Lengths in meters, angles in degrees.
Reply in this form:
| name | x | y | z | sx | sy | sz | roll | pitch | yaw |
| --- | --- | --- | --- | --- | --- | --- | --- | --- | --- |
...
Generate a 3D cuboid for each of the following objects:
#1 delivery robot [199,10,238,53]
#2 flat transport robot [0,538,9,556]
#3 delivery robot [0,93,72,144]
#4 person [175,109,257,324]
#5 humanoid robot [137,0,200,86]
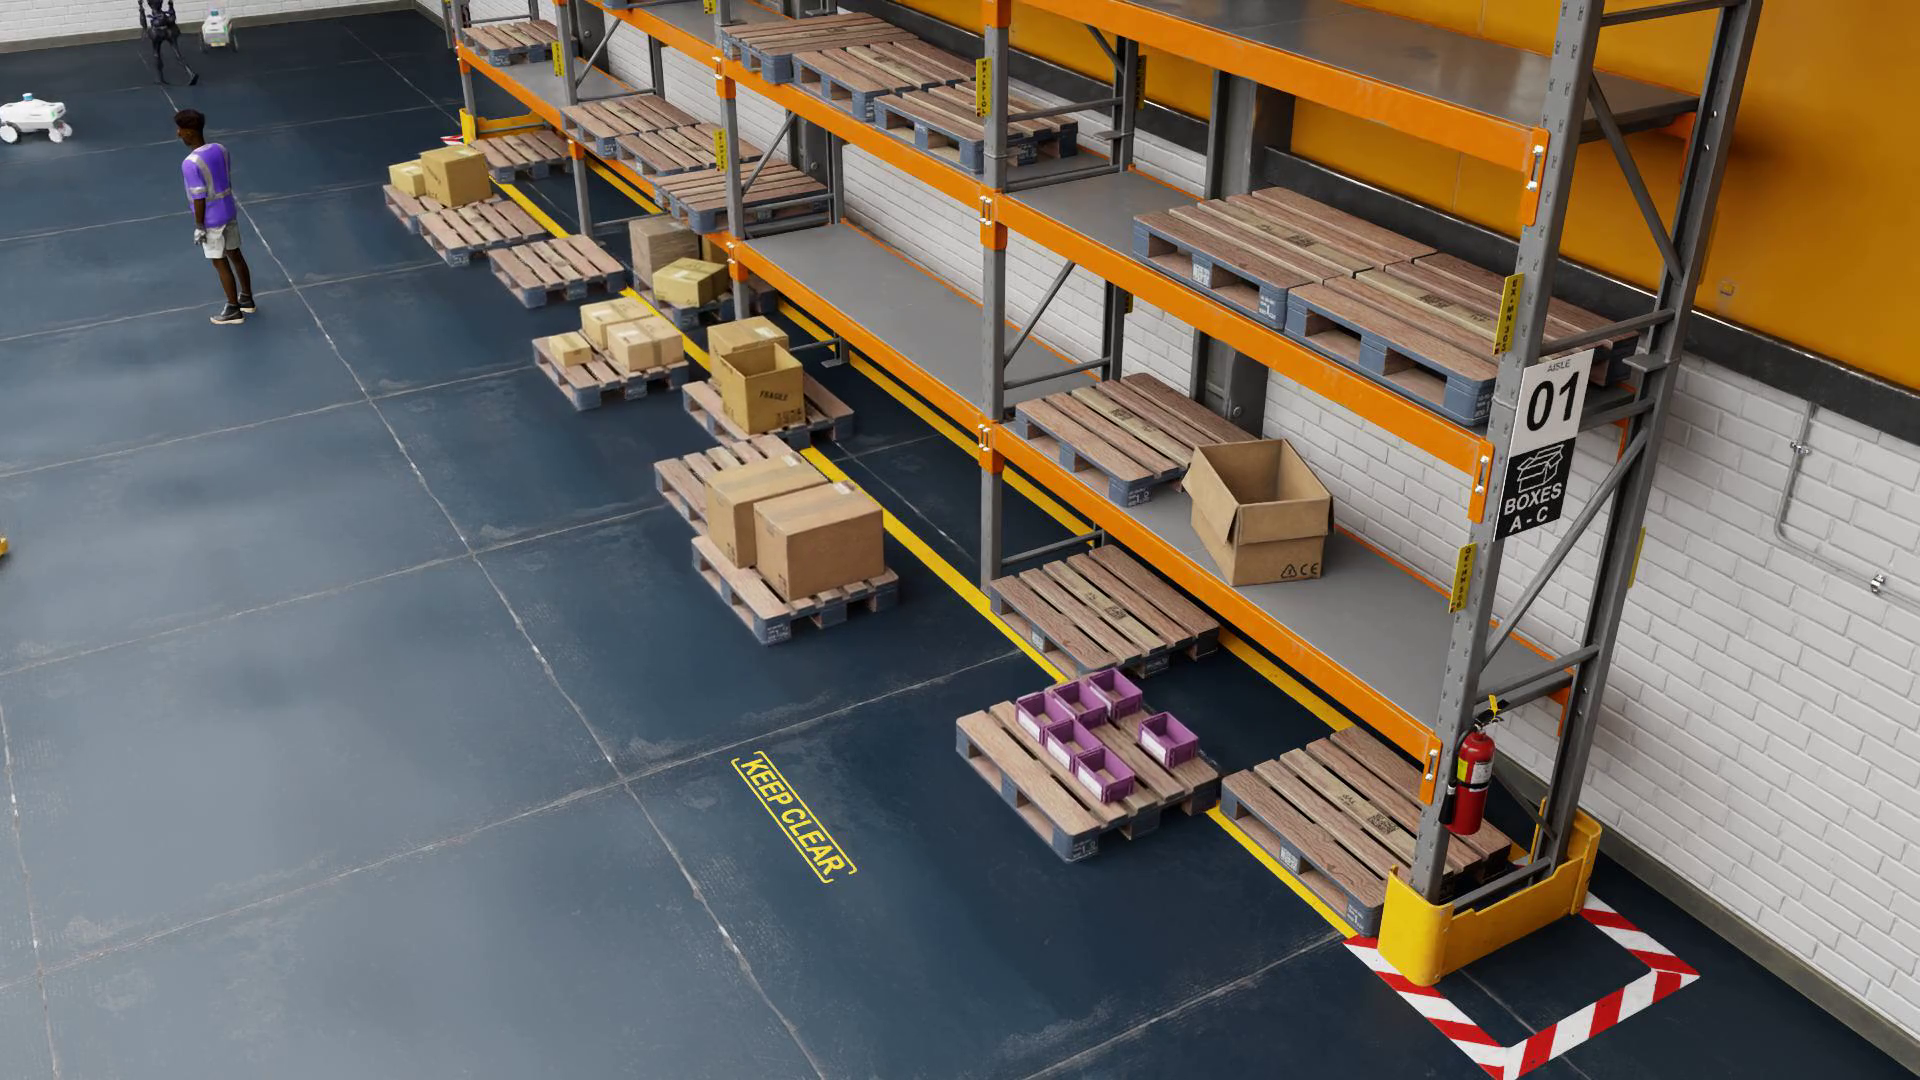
| name | x | y | z | sx | sy | sz | roll | pitch | yaw |
| --- | --- | --- | --- | --- | --- | --- | --- | --- | --- |
| delivery robot | -11.001 | -7.536 | 24.658 | 0.499 | 0.606 | 0.796 | -8 | 30 | -13 |
| flat transport robot | -7.396 | 0.148 | 11.371 | 1.431 | 0.231 | 0.659 | 0 | 30 | -1 |
| delivery robot | -11.455 | -5.196 | 20.528 | 0.799 | 0.608 | 0.499 | -1 | 30 | -1 |
| person | -6.772 | -2.935 | 15.093 | 0.368 | 1.966 | 0.601 | 4 | 30 | 6 |
| humanoid robot | -10.818 | -6.980 | 22.565 | 0.733 | 1.640 | 0.601 | 14 | 32 | 23 |
